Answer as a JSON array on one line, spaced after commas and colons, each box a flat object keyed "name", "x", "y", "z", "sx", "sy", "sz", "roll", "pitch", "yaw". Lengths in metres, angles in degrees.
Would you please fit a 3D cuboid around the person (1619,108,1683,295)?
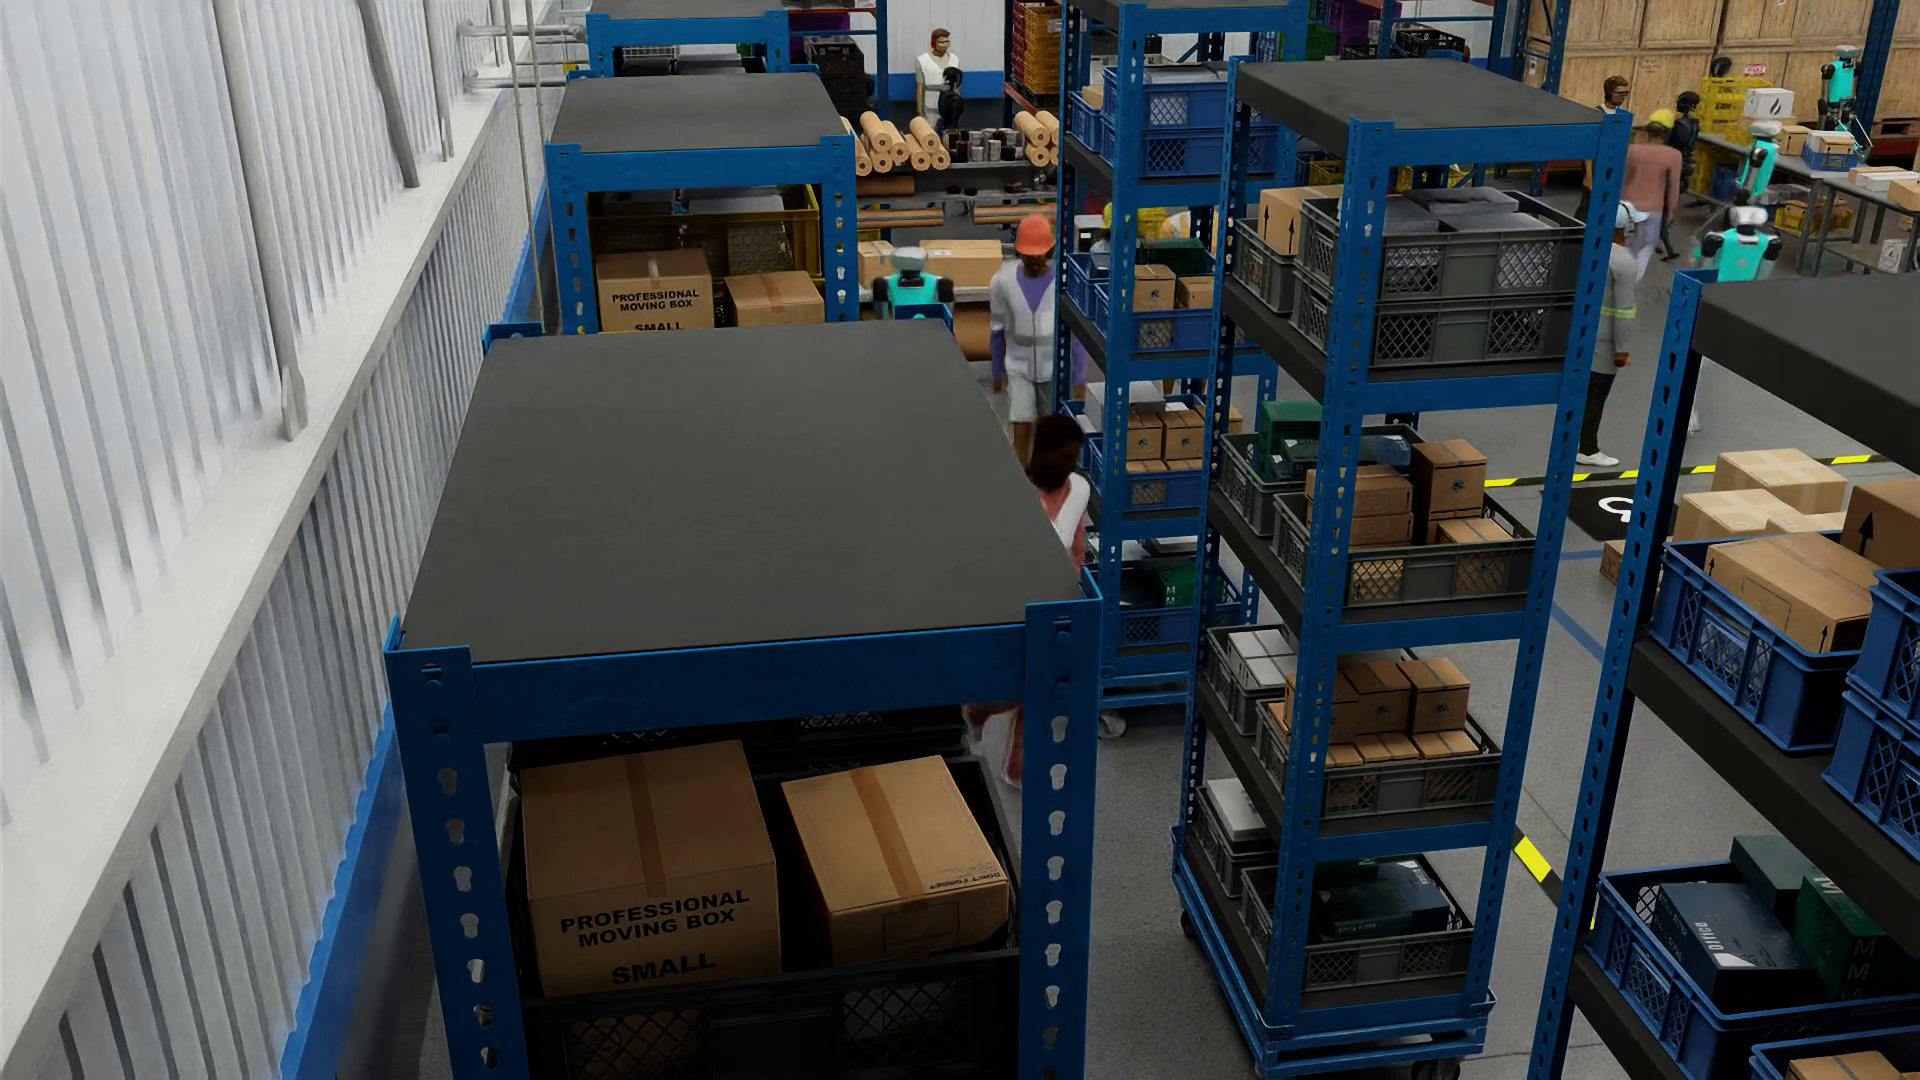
[{"name": "person", "x": 6.208, "y": -3.021, "z": 15.093, "sx": 0.559, "sy": 1.744, "sz": 0.515, "roll": 18, "pitch": 30, "yaw": 33}]

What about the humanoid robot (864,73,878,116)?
[{"name": "humanoid robot", "x": -0.996, "y": -4.093, "z": 17.521, "sx": 0.594, "sy": 1.633, "sz": 0.544, "roll": -20, "pitch": 31, "yaw": -37}]

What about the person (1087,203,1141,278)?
[{"name": "person", "x": 1.137, "y": -1.623, "z": 12.135, "sx": 0.491, "sy": 1.677, "sz": 0.876, "roll": 13, "pitch": 28, "yaw": 26}]

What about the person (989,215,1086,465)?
[{"name": "person", "x": 0.493, "y": -1.114, "z": 10.667, "sx": 0.623, "sy": 1.988, "sz": 1.046, "roll": 2, "pitch": 25, "yaw": 4}]

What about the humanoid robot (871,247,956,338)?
[{"name": "humanoid robot", "x": -0.300, "y": -0.912, "z": 10.508, "sx": 0.622, "sy": 1.764, "sz": 0.763, "roll": 4, "pitch": 25, "yaw": 9}]

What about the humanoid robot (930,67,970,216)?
[{"name": "humanoid robot", "x": -0.094, "y": -4.241, "z": 17.869, "sx": 0.762, "sy": 1.627, "sz": 0.586, "roll": -5, "pitch": 25, "yaw": -11}]

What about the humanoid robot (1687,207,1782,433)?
[{"name": "humanoid robot", "x": 5.423, "y": -1.608, "z": 12.003, "sx": 0.546, "sy": 1.717, "sz": 0.963, "roll": 2, "pitch": 25, "yaw": 4}]

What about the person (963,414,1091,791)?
[{"name": "person", "x": 0.292, "y": 0.300, "z": 7.725, "sx": 0.670, "sy": 1.874, "sz": 0.557, "roll": -14, "pitch": 28, "yaw": -27}]

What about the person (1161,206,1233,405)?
[{"name": "person", "x": 1.711, "y": -1.739, "z": 12.086, "sx": 0.550, "sy": 1.933, "sz": 0.366, "roll": -3, "pitch": 25, "yaw": -6}]

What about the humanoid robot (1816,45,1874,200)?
[{"name": "humanoid robot", "x": 9.743, "y": -4.526, "z": 18.218, "sx": 0.533, "sy": 1.677, "sz": 0.735, "roll": -11, "pitch": 27, "yaw": -23}]

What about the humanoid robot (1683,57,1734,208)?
[{"name": "humanoid robot", "x": 8.345, "y": -4.513, "z": 18.427, "sx": 0.480, "sy": 1.636, "sz": 0.610, "roll": -1, "pitch": 25, "yaw": -2}]

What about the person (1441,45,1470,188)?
[{"name": "person", "x": 5.321, "y": -4.446, "z": 18.079, "sx": 0.429, "sy": 1.842, "sz": 0.633, "roll": 6, "pitch": 25, "yaw": 12}]

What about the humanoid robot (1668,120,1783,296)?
[{"name": "humanoid robot", "x": 6.711, "y": -2.851, "z": 14.819, "sx": 0.898, "sy": 1.835, "sz": 0.562, "roll": 20, "pitch": 31, "yaw": 37}]

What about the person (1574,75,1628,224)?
[{"name": "person", "x": 6.259, "y": -3.617, "z": 16.294, "sx": 0.506, "sy": 1.837, "sz": 0.332, "roll": -21, "pitch": 32, "yaw": -38}]

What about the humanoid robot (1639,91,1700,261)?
[{"name": "humanoid robot", "x": 7.031, "y": -3.600, "z": 16.475, "sx": 0.602, "sy": 1.656, "sz": 0.599, "roll": -15, "pitch": 29, "yaw": -30}]

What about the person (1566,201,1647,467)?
[{"name": "person", "x": 4.454, "y": -1.423, "z": 11.496, "sx": 0.364, "sy": 1.852, "sz": 0.595, "roll": -5, "pitch": 25, "yaw": -11}]

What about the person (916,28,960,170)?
[{"name": "person", "x": -0.262, "y": -4.979, "z": 19.250, "sx": 0.563, "sy": 1.836, "sz": 0.389, "roll": -14, "pitch": 28, "yaw": -28}]
